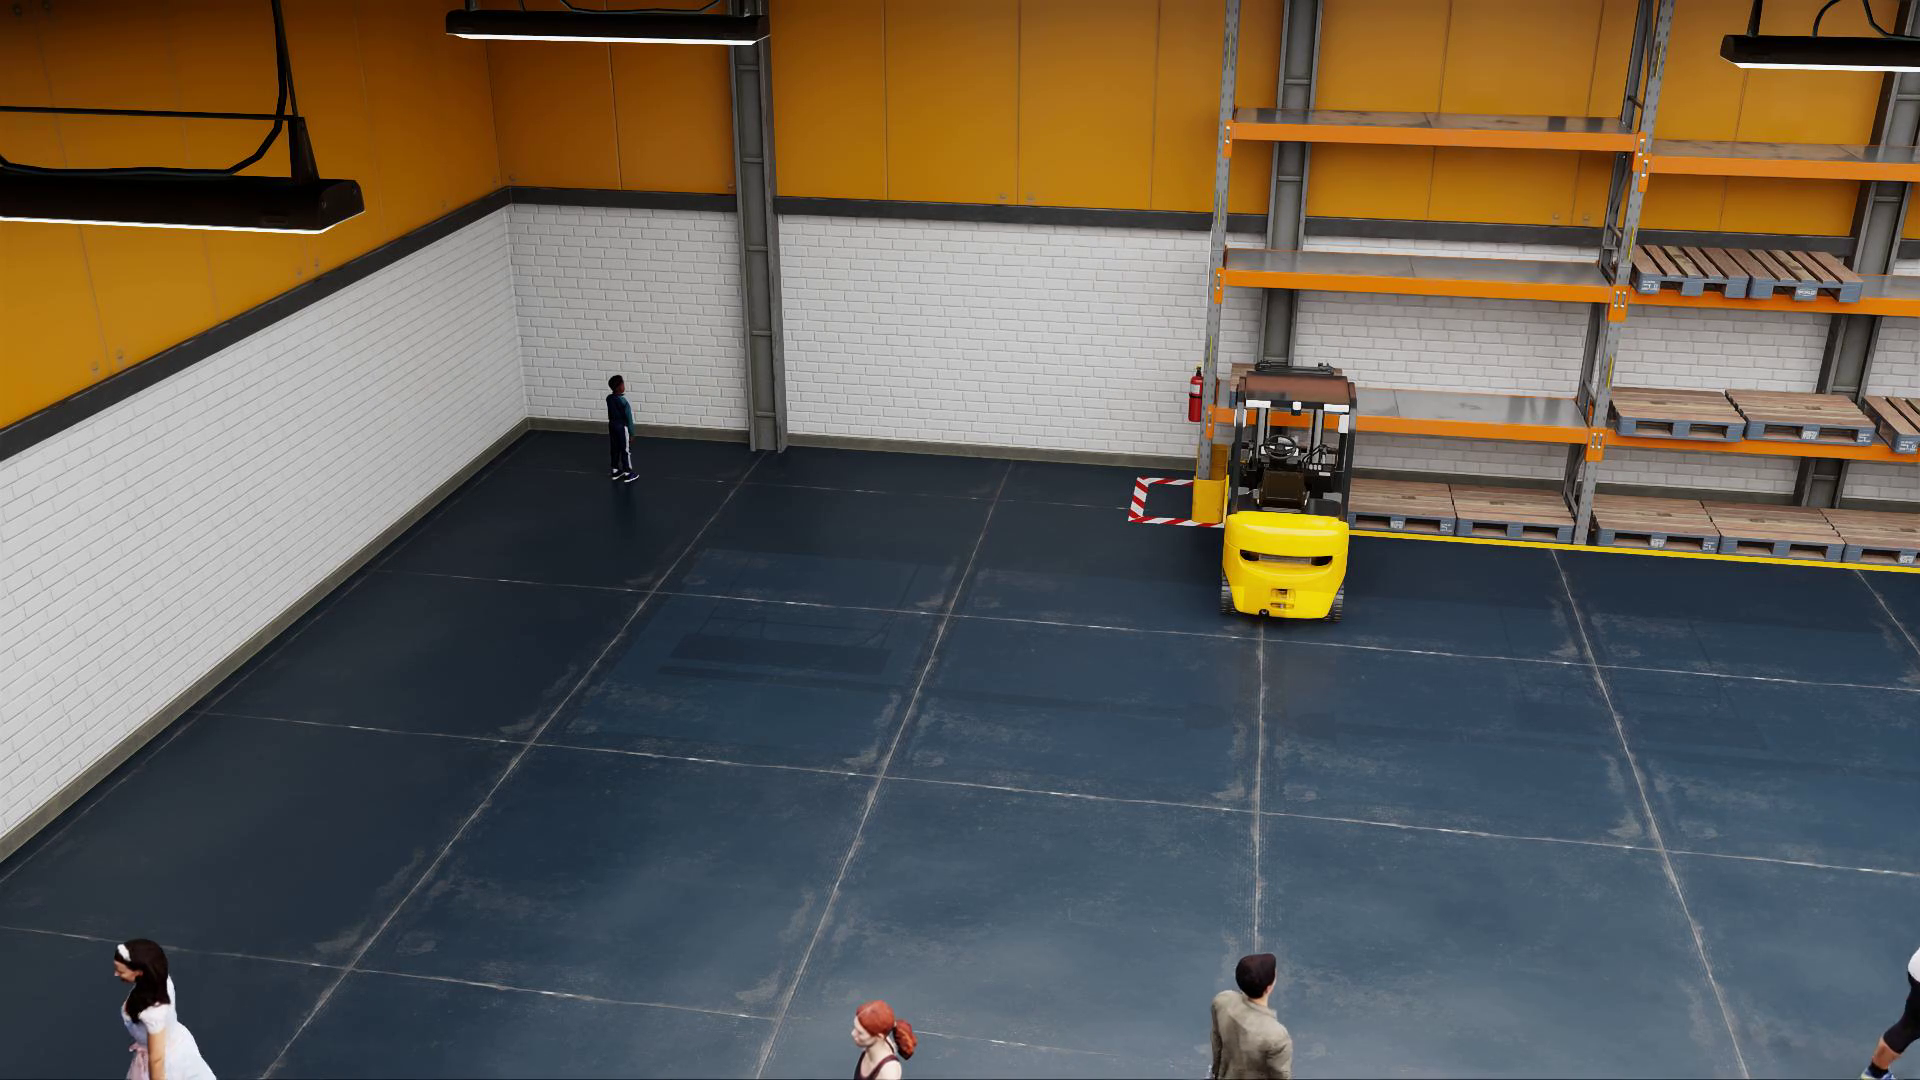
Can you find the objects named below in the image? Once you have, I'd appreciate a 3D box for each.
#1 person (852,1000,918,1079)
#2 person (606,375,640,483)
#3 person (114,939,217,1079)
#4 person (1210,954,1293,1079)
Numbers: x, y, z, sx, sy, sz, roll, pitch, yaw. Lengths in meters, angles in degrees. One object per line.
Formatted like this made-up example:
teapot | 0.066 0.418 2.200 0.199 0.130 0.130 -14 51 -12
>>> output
person | -0.403 3.084 8.500 0.683 1.784 0.647 -7 25 -16
person | -3.927 -1.298 19.185 0.510 1.255 0.619 14 27 30
person | -4.166 2.869 8.978 0.952 1.795 0.868 -9 25 -20
person | 1.421 2.978 8.654 1.105 1.854 1.049 -16 28 -33
